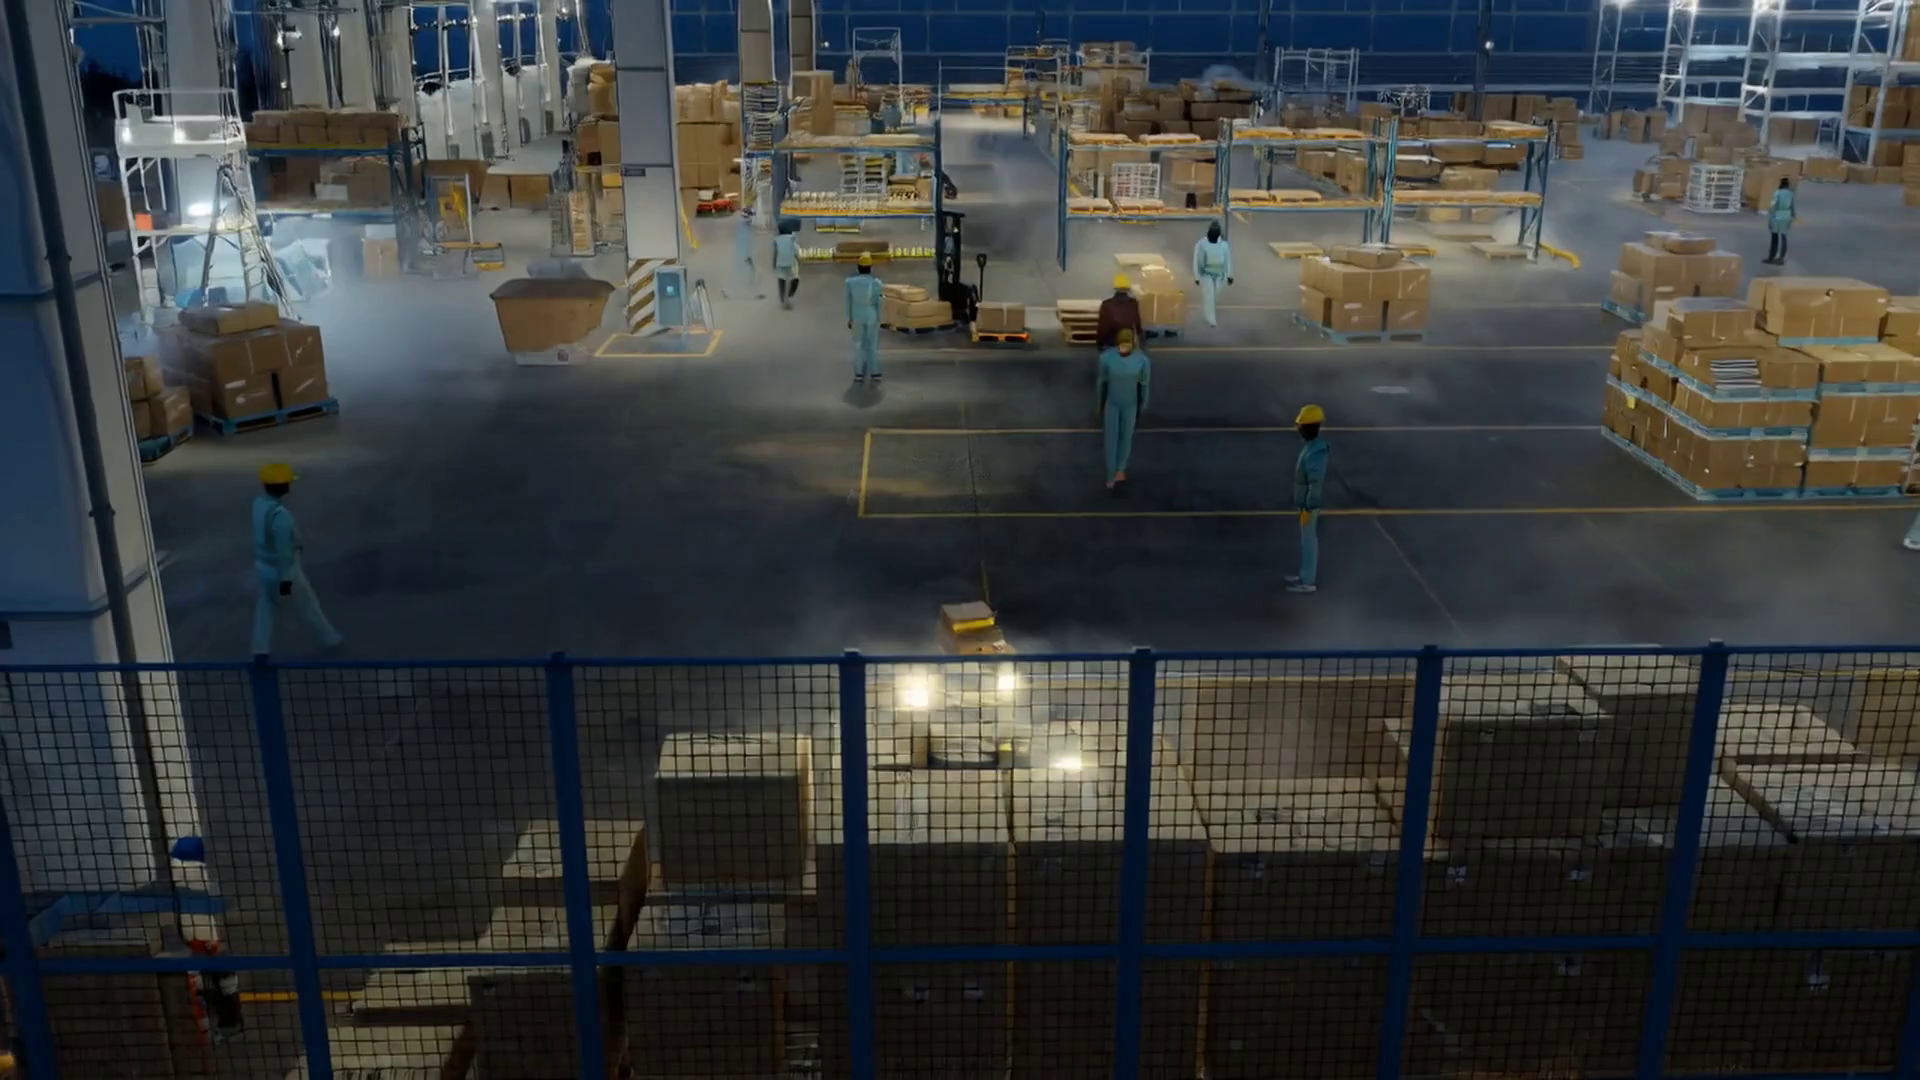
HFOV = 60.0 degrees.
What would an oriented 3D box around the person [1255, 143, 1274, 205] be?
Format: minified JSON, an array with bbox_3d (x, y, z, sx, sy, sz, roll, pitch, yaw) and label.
[{"bbox_3d":[8.302,-10.084,45.379,0.511,1.844,0.328,7,20,21],"label":"person"}]

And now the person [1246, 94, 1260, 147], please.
[{"bbox_3d":[10.808,-15.445,61.192,0.399,1.915,0.591,-5,19,-15],"label":"person"}]

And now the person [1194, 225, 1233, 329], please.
[{"bbox_3d":[4.461,-4.663,29.389,0.634,1.799,0.953,-5,19,-16],"label":"person"}]

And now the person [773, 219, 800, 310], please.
[{"bbox_3d":[-3.218,-5.104,30.850,0.544,1.678,0.345,5,19,14],"label":"person"}]

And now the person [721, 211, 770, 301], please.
[{"bbox_3d":[-4.159,-5.419,31.743,0.915,1.712,0.527,-7,20,-21],"label":"person"}]

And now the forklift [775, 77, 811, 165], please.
[{"bbox_3d":[-5.920,-13.893,55.085,1.873,2.768,1.129,-1,19,-1],"label":"forklift"}]

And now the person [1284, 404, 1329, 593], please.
[{"bbox_3d":[3.462,-0.415,16.571,0.366,1.926,0.594,3,19,9],"label":"person"}]

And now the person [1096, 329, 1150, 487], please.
[{"bbox_3d":[1.953,-1.581,20.041,0.650,1.911,0.837,2,19,6],"label":"person"}]

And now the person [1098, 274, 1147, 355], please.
[{"bbox_3d":[2.320,-2.773,23.513,0.627,1.963,0.844,-10,21,-27],"label":"person"}]

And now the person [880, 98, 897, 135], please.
[{"bbox_3d":[-2.501,-14.659,58.843,0.626,1.918,0.574,7,20,21],"label":"person"}]

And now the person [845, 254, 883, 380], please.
[{"bbox_3d":[-1.450,-3.398,25.436,0.585,1.918,0.378,4,19,13],"label":"person"}]

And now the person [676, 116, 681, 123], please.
[{"bbox_3d":[-8.854,-12.243,51.748,0.465,1.865,0.620,-17,25,-41],"label":"person"}]

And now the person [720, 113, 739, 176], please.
[{"bbox_3d":[-7.318,-12.373,52.059,0.722,1.921,0.631,9,21,26],"label":"person"}]

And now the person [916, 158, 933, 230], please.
[{"bbox_3d":[-0.855,-8.527,40.934,0.310,1.735,0.484,18,25,42],"label":"person"}]

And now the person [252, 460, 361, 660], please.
[{"bbox_3d":[-5.947,0.202,14.774,0.982,1.892,0.622,-18,25,-42],"label":"person"}]

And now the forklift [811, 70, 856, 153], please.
[{"bbox_3d":[-4.742,-15.279,59.197,1.873,2.768,1.129,-10,21,-26],"label":"forklift"}]

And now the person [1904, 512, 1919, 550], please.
[{"bbox_3d":[10.642,-0.716,17.615,0.939,1.824,0.571,11,21,29],"label":"person"}]

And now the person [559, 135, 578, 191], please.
[{"bbox_3d":[-11.382,-10.974,48.411,0.519,1.608,0.854,6,20,18],"label":"person"}]

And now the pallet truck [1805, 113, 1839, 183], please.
[{"bbox_3d":[26.403,-11.957,50.702,0.823,1.965,1.885,6,19,16],"label":"pallet truck"}]

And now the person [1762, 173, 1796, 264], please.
[{"bbox_3d":[17.711,-6.947,35.958,0.542,1.928,0.399,-5,19,-14],"label":"person"}]

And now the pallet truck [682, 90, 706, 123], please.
[{"bbox_3d":[-9.671,-15.907,62.421,0.823,1.965,1.885,5,19,15],"label":"pallet truck"}]

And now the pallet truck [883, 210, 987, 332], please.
[{"bbox_3d":[-0.493,-4.759,29.349,1.885,1.965,0.823,-13,23,-34],"label":"pallet truck"}]

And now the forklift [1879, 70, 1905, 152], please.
[{"bbox_3d":[32.946,-15.383,59.505,1.873,2.768,1.129,8,20,22],"label":"forklift"}]
